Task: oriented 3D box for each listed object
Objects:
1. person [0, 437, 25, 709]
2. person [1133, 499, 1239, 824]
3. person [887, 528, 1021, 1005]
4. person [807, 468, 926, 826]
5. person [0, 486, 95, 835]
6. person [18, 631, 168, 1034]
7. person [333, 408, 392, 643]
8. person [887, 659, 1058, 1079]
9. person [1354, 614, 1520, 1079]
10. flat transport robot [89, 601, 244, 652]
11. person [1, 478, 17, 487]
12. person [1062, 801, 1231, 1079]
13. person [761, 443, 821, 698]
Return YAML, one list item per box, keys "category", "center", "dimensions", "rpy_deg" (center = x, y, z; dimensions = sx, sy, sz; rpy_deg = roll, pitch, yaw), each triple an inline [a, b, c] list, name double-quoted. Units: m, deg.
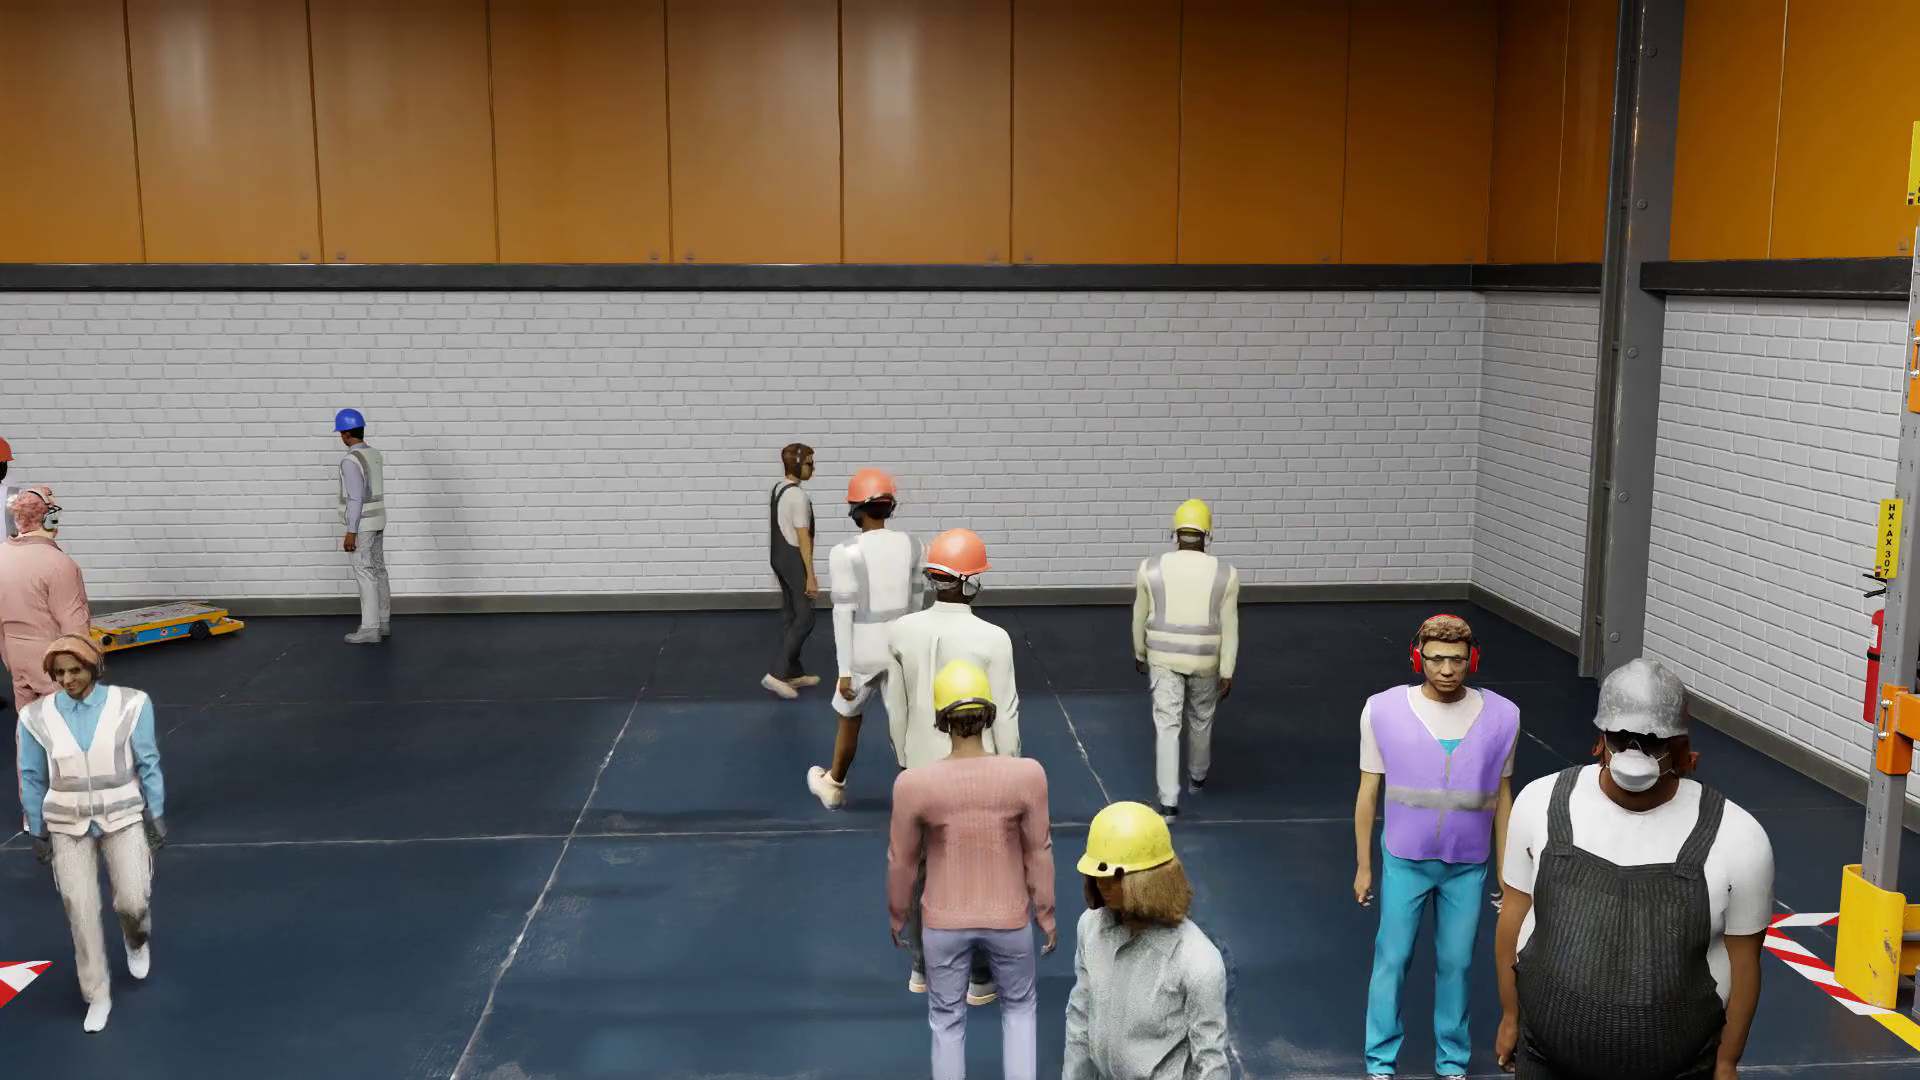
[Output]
- category: "person"
  center: [-6.630, 0.244, 11.508]
  dimensions: [0.552, 1.937, 0.356]
  rpy_deg: [-1, 9, -9]
- category: "person"
  center: [1.272, 0.654, 9.423]
  dimensions: [0.586, 1.785, 0.934]
  rpy_deg: [1, 9, 6]
- category: "person"
  center: [-0.015, 0.941, 6.951]
  dimensions: [0.608, 1.995, 0.377]
  rpy_deg: [5, 10, 29]
- category: "person"
  center: [-0.488, 0.596, 9.124]
  dimensions: [0.623, 1.981, 1.072]
  rpy_deg: [-6, 11, -32]
- category: "person"
  center: [-4.887, 0.663, 8.959]
  dimensions: [0.650, 1.913, 0.409]
  rpy_deg: [4, 10, 26]
- category: "person"
  center: [-3.513, 1.151, 6.779]
  dimensions: [0.525, 1.622, 0.446]
  rpy_deg: [-3, 10, -21]
- category: "person"
  center: [-4.962, -0.120, 13.780]
  dimensions: [0.406, 1.938, 0.615]
  rpy_deg: [0, 9, 1]
- category: "person"
  center: [0.041, 1.271, 5.617]
  dimensions: [0.575, 1.758, 0.352]
  rpy_deg: [0, 9, -2]
- category: "person"
  center: [1.715, 1.161, 6.034]
  dimensions: [0.571, 1.843, 0.373]
  rpy_deg: [0, 9, 3]
- category: "flat transport robot"
  center: [-6.748, 0.724, 13.710]
  dimensions: [0.652, 0.197, 1.431]
  rpy_deg: [6, 11, 34]
- category: "person"
  center: [-7.272, 0.134, 12.518]
  dimensions: [0.635, 1.863, 0.965]
  rpy_deg: [1, 9, 7]
- category: "person"
  center: [0.474, 1.499, 4.285]
  dimensions: [0.406, 1.725, 0.505]
  rpy_deg: [-6, 11, -34]
- category: "person"
  center: [-1.234, 0.216, 12.024]
  dimensions: [0.529, 1.836, 0.567]
  rpy_deg: [-4, 10, -25]
